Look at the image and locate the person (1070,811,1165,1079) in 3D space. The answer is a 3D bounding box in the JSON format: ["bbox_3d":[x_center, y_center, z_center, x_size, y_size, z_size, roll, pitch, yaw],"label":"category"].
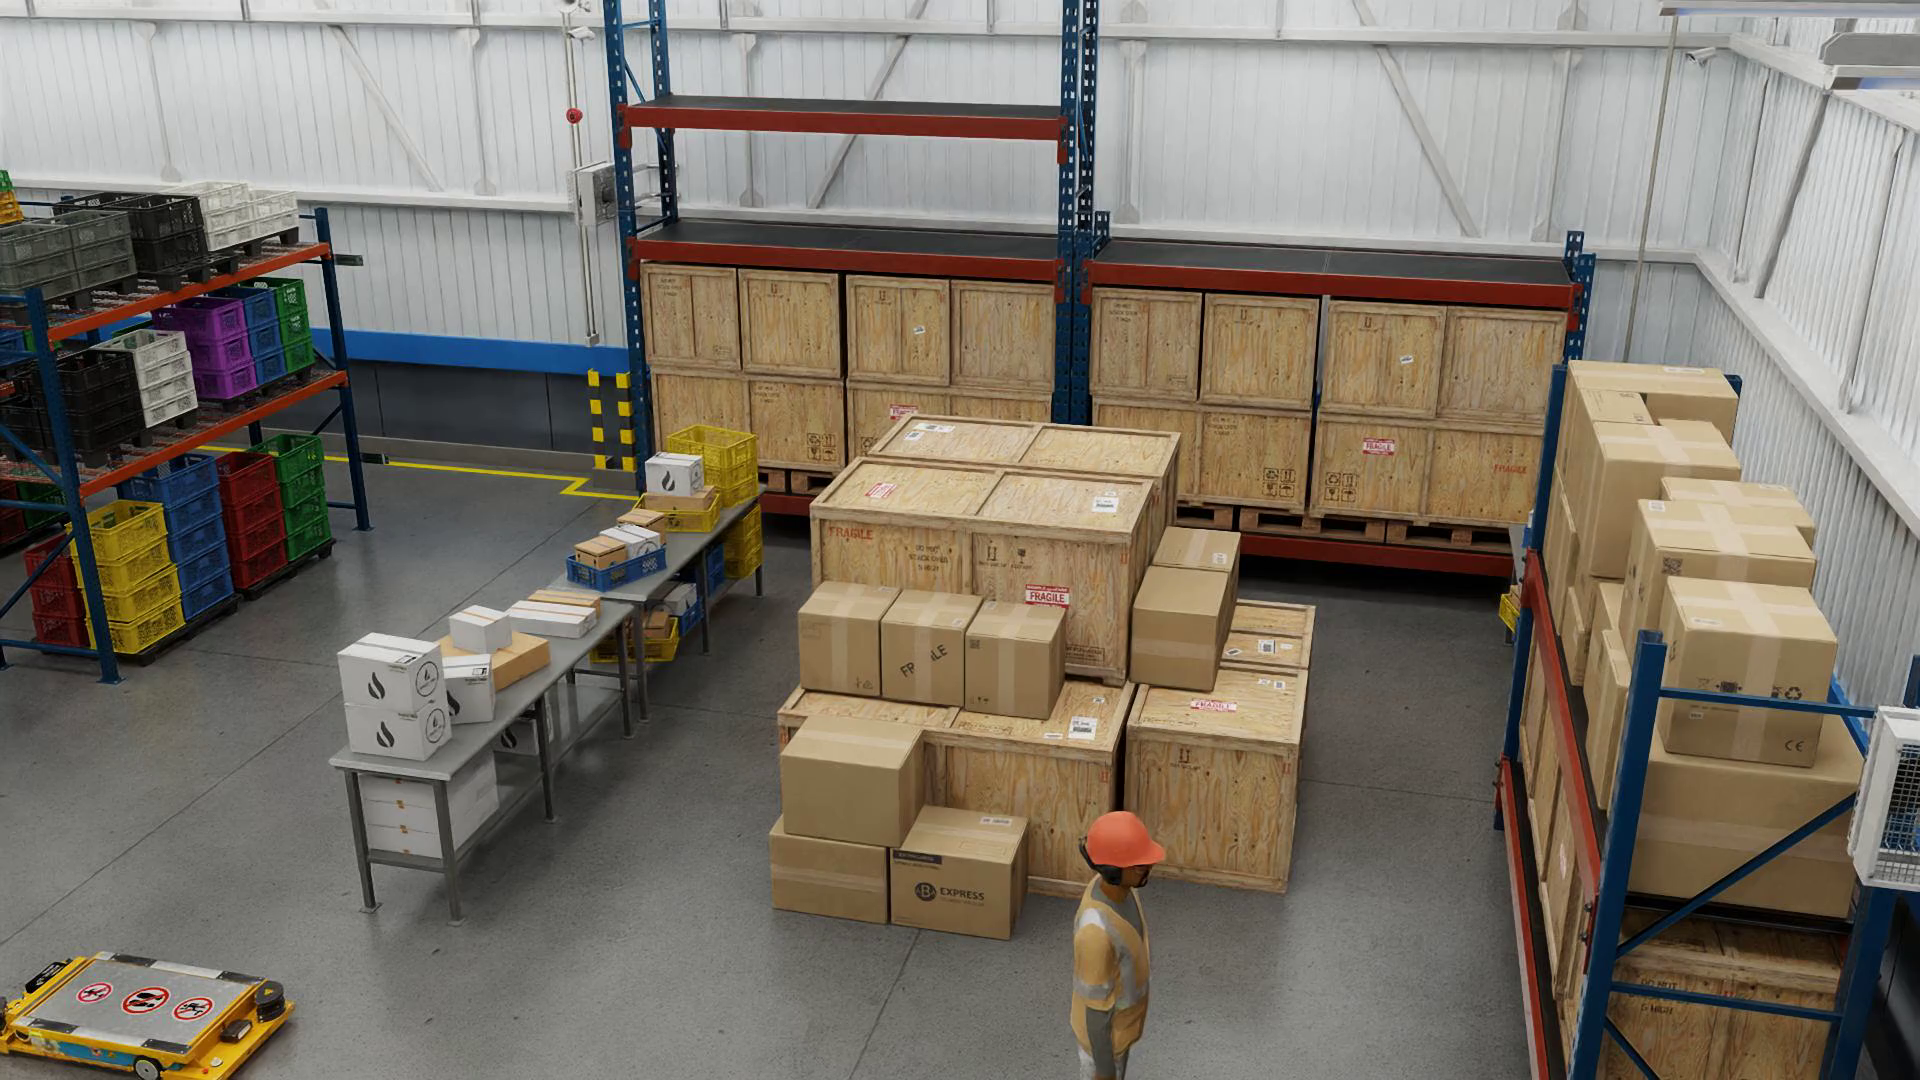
[{"bbox_3d":[0.662,2.076,7.128,0.365,2.048,0.607,5,21,12],"label":"person"}]

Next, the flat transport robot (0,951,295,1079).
[{"bbox_3d":[-4.270,2.464,8.601,1.431,0.231,0.659,5,22,13],"label":"flat transport robot"}]
